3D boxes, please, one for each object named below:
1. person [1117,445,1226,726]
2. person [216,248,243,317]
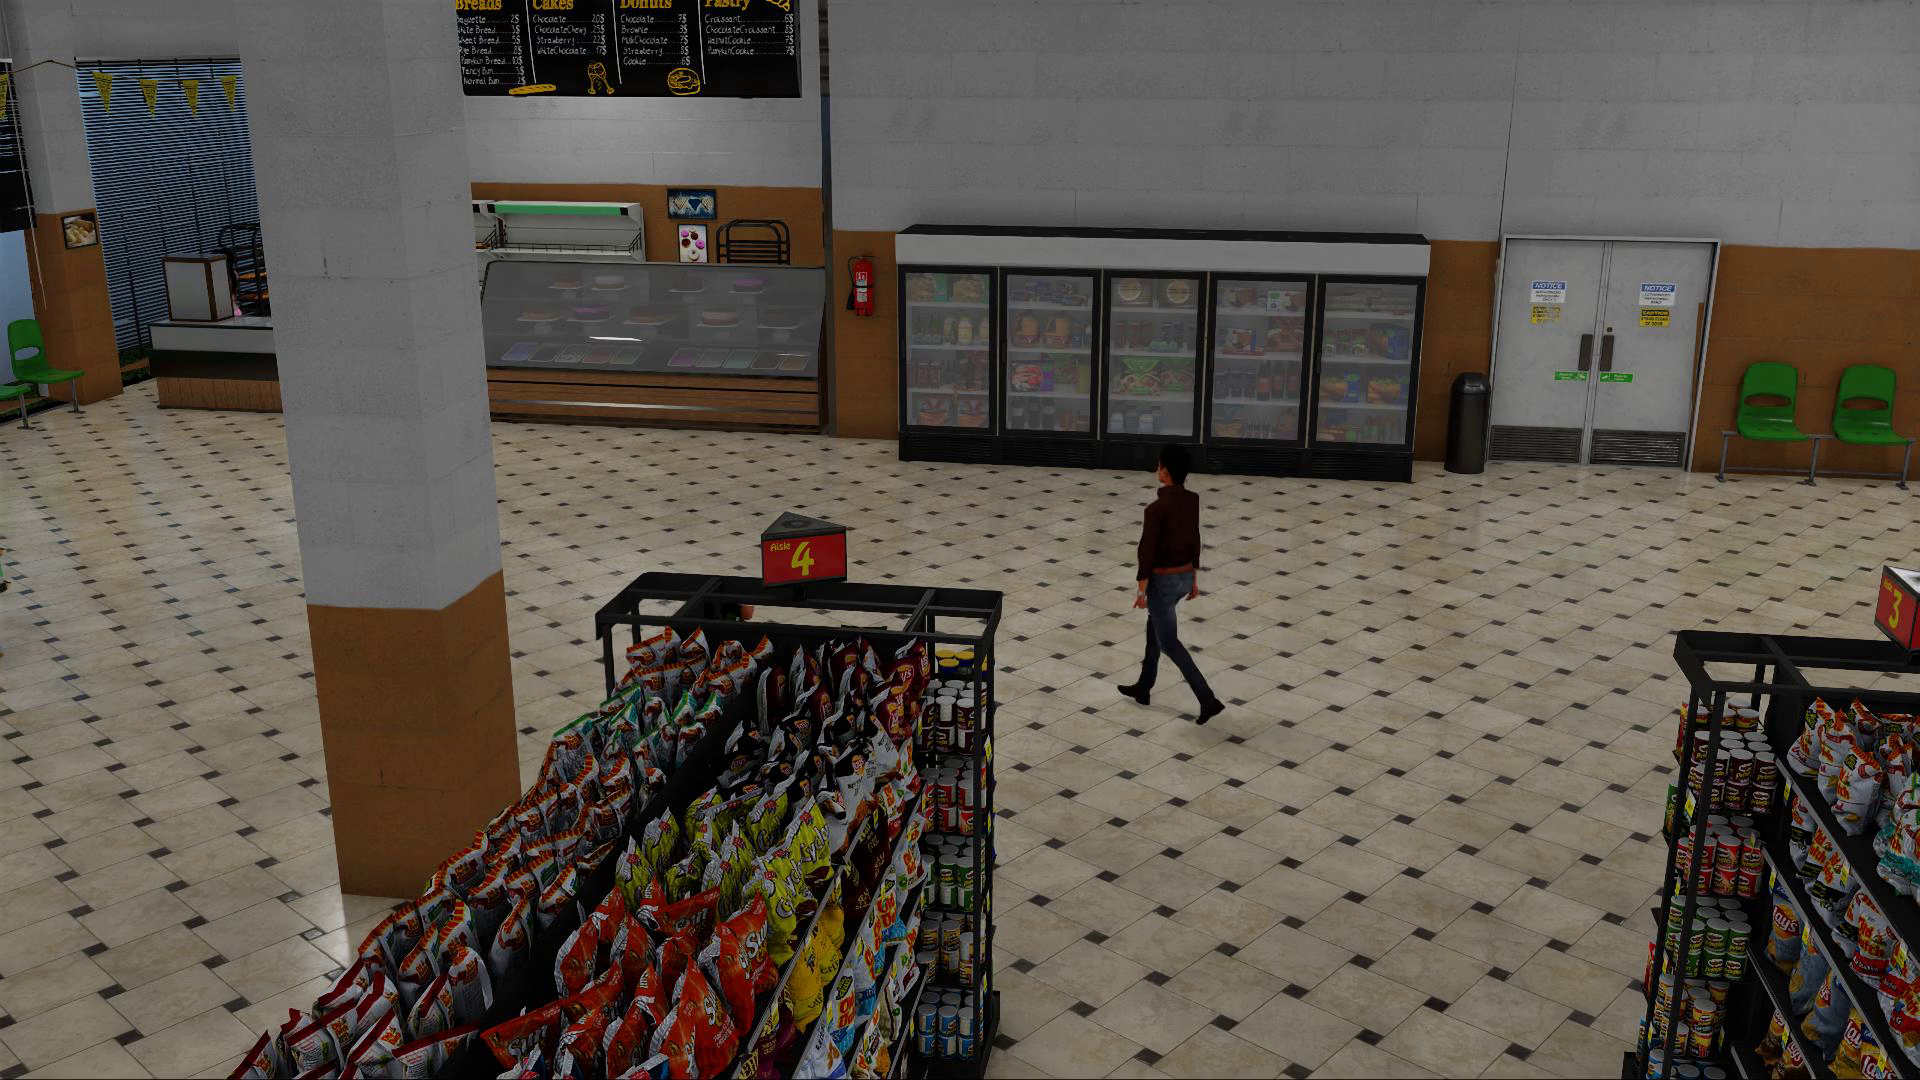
[{"bbox_3d":[1.363,0.308,10.336,1.158,1.749,1.130,-16,23,-42],"label":"person"},{"bbox_3d":[-8.849,-2.677,20.181,0.666,1.741,0.514,0,17,-1],"label":"person"}]
